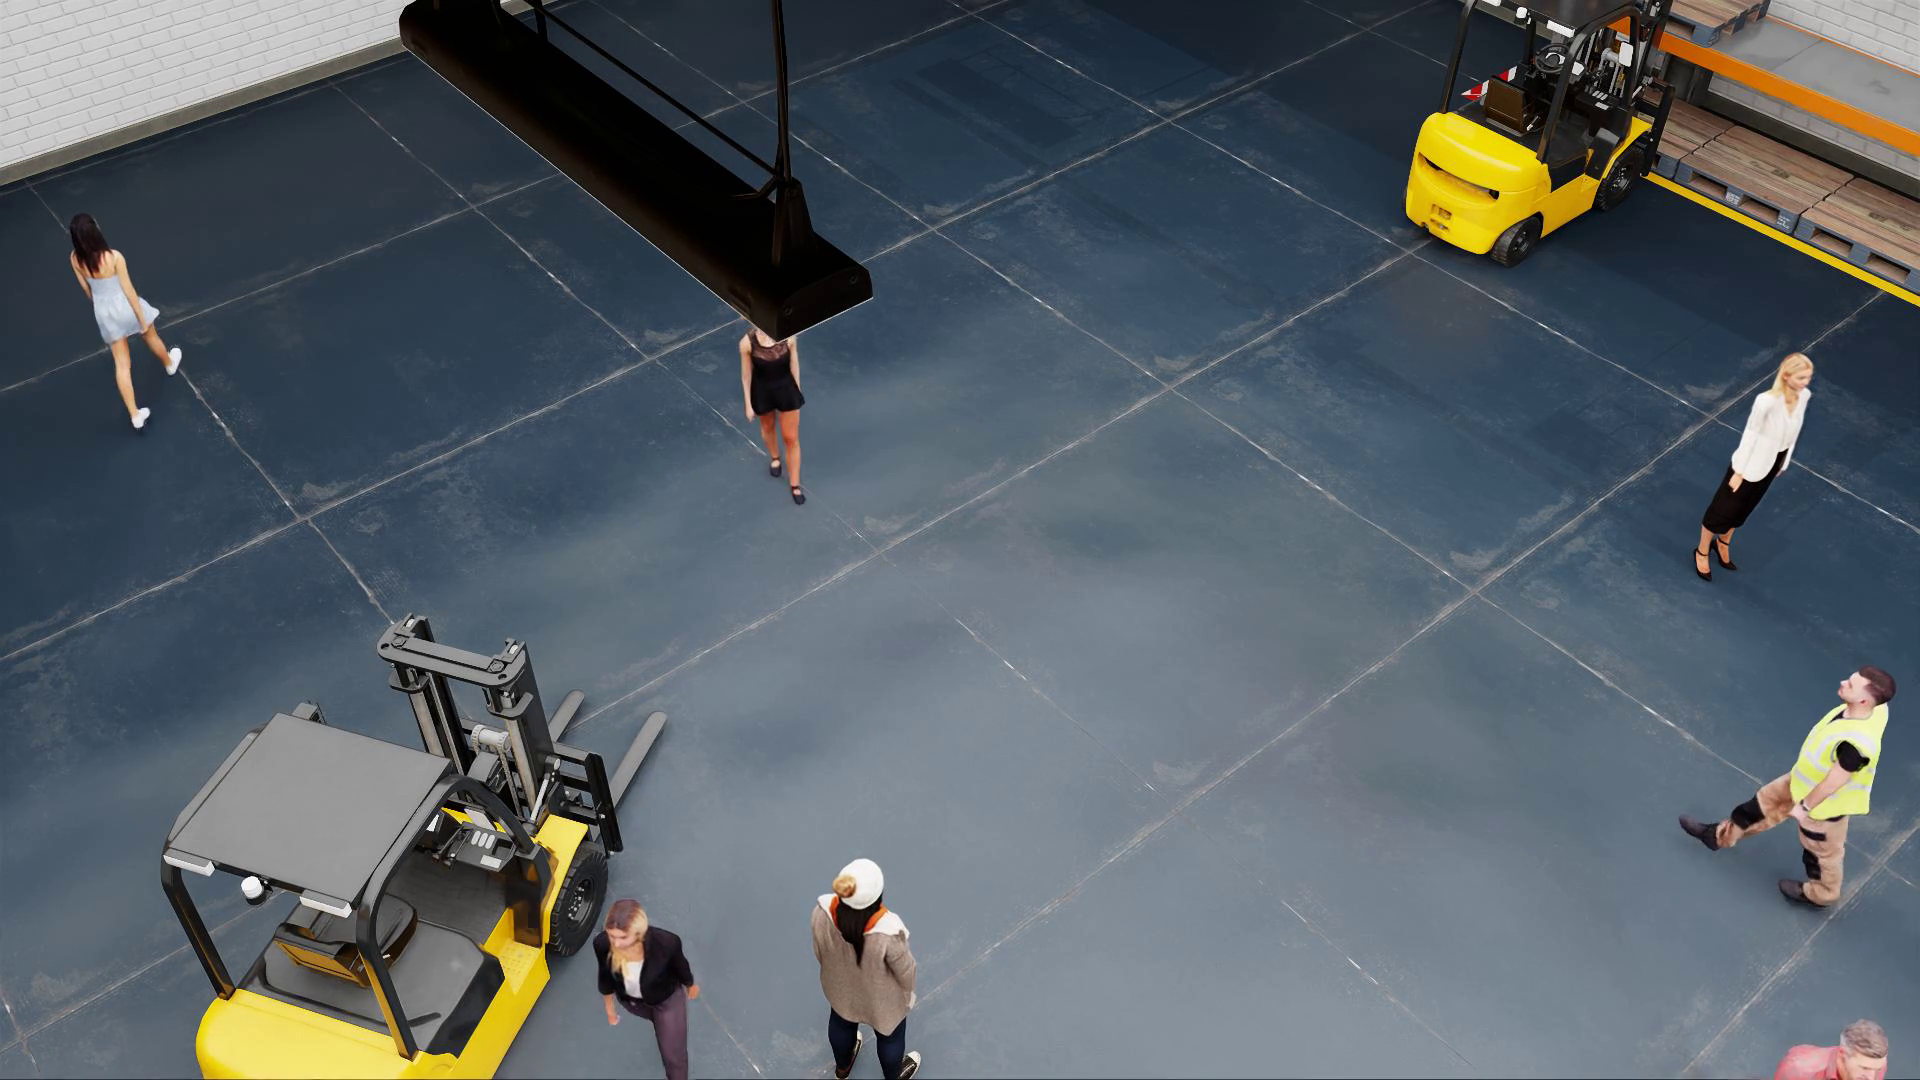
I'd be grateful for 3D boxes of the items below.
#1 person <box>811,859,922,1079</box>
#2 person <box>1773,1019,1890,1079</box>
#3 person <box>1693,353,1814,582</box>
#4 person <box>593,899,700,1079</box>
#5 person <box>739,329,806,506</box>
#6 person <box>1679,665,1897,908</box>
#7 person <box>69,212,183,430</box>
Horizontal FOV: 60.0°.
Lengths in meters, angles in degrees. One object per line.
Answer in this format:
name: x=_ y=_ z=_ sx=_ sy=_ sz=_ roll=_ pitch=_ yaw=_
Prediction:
person: x=-0.485 y=2.205 z=8.370 sx=0.764 sy=1.890 sz=0.863 roll=15 pitch=46 yaw=16
person: x=3.906 y=2.708 z=7.921 sx=1.195 sy=1.781 sz=1.280 roll=2 pitch=44 yaw=2
person: x=5.359 y=-0.486 z=11.217 sx=0.652 sy=1.859 sz=0.593 roll=-19 pitch=47 yaw=-19
person: x=-1.560 y=2.257 z=8.498 sx=1.013 sy=1.637 sz=1.074 roll=2 pitch=44 yaw=3
person: x=-1.357 y=-1.121 z=12.031 sx=0.847 sy=1.656 sz=0.981 roll=-7 pitch=44 yaw=-7
person: x=4.867 y=1.417 z=9.266 sx=1.268 sy=1.794 sz=0.987 roll=21 pitch=48 yaw=21
person: x=-6.372 y=-1.629 z=12.550 sx=1.057 sy=1.675 sz=1.230 roll=-3 pitch=44 yaw=-3
